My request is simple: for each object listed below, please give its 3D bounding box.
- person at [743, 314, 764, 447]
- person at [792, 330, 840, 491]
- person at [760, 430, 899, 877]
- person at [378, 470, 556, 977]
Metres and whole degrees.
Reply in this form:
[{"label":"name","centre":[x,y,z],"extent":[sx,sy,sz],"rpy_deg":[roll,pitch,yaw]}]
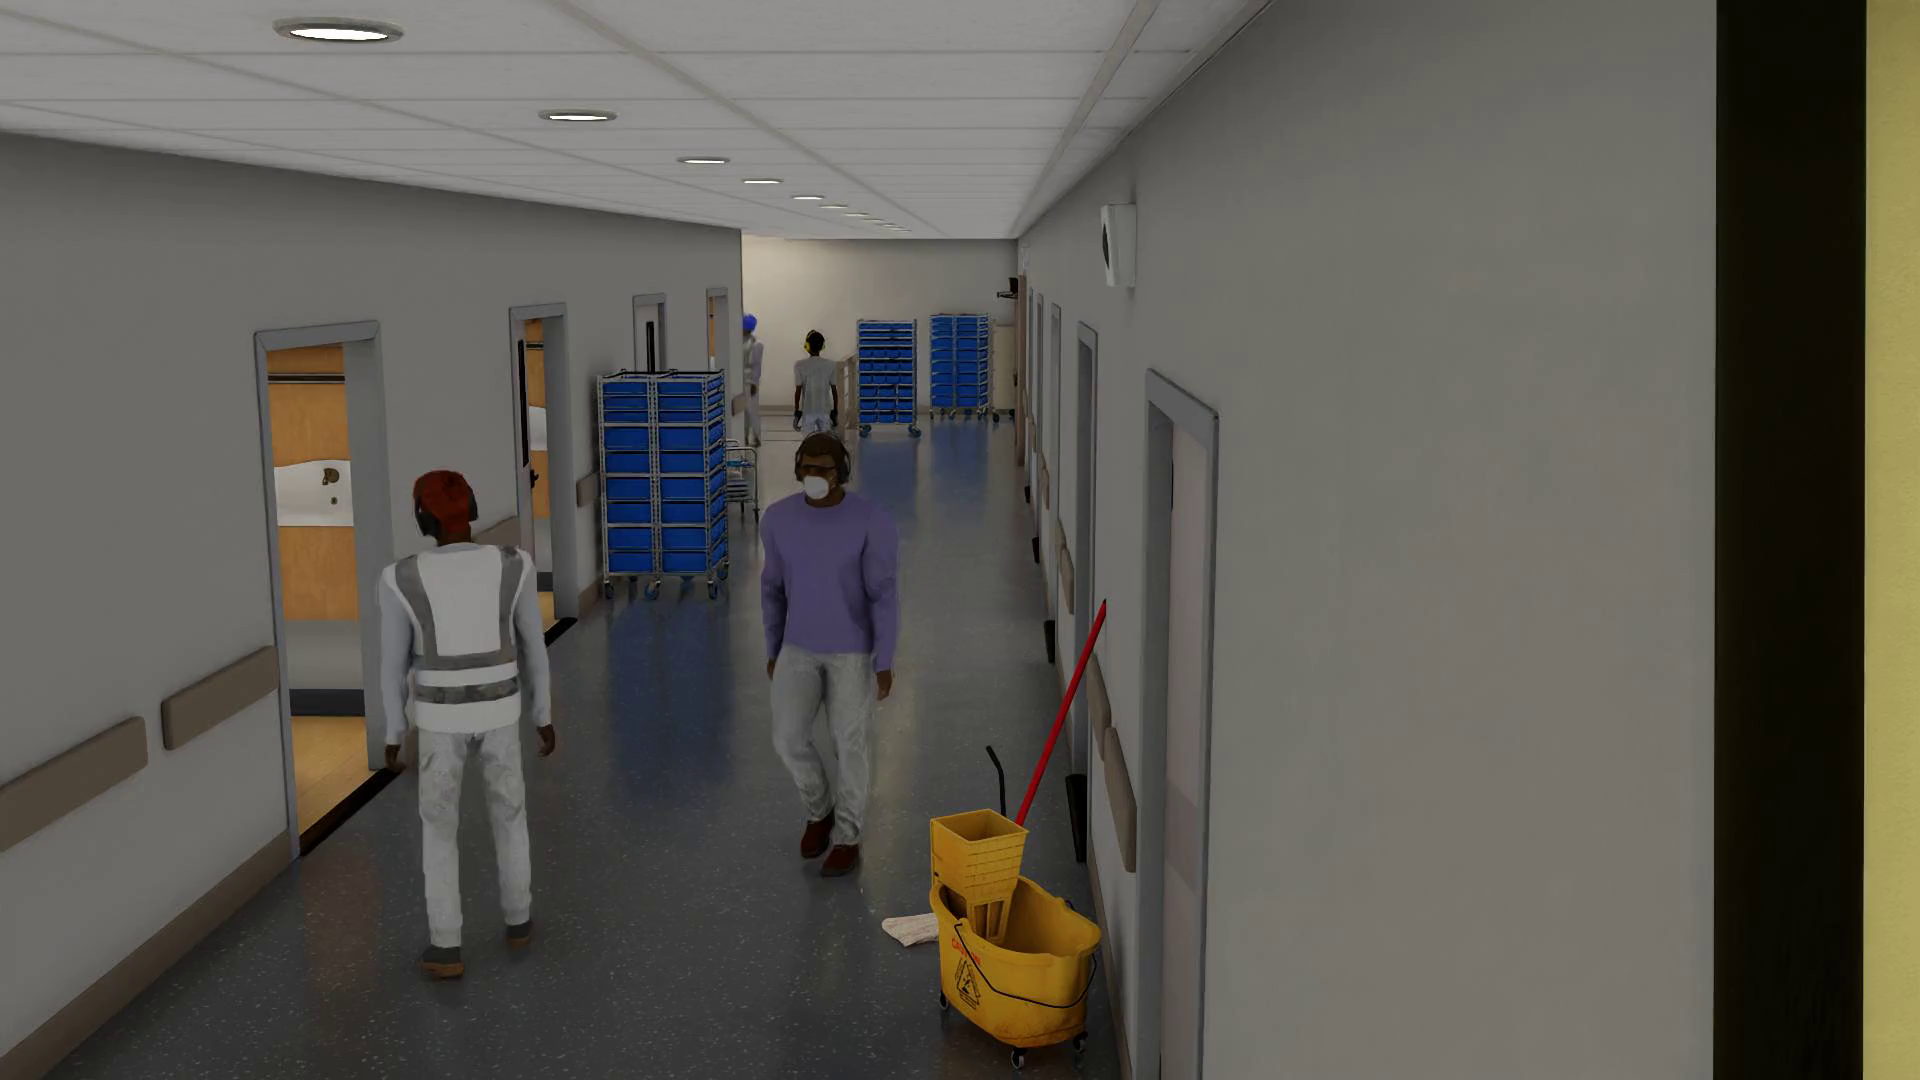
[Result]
[{"label":"person","centre":[-3.082,-2.269,23.722],"extent":[0.399,1.902,0.756],"rpy_deg":[-9,13,-43]},{"label":"person","centre":[-1.605,-1.394,18.514],"extent":[0.531,1.876,0.322],"rpy_deg":[-3,10,-17]},{"label":"person","centre":[-0.570,0.488,7.092],"extent":[0.652,1.924,0.435],"rpy_deg":[3,10,16]},{"label":"person","centre":[-1.819,0.674,6.216],"extent":[0.639,1.872,0.510],"rpy_deg":[-4,10,-24]}]
